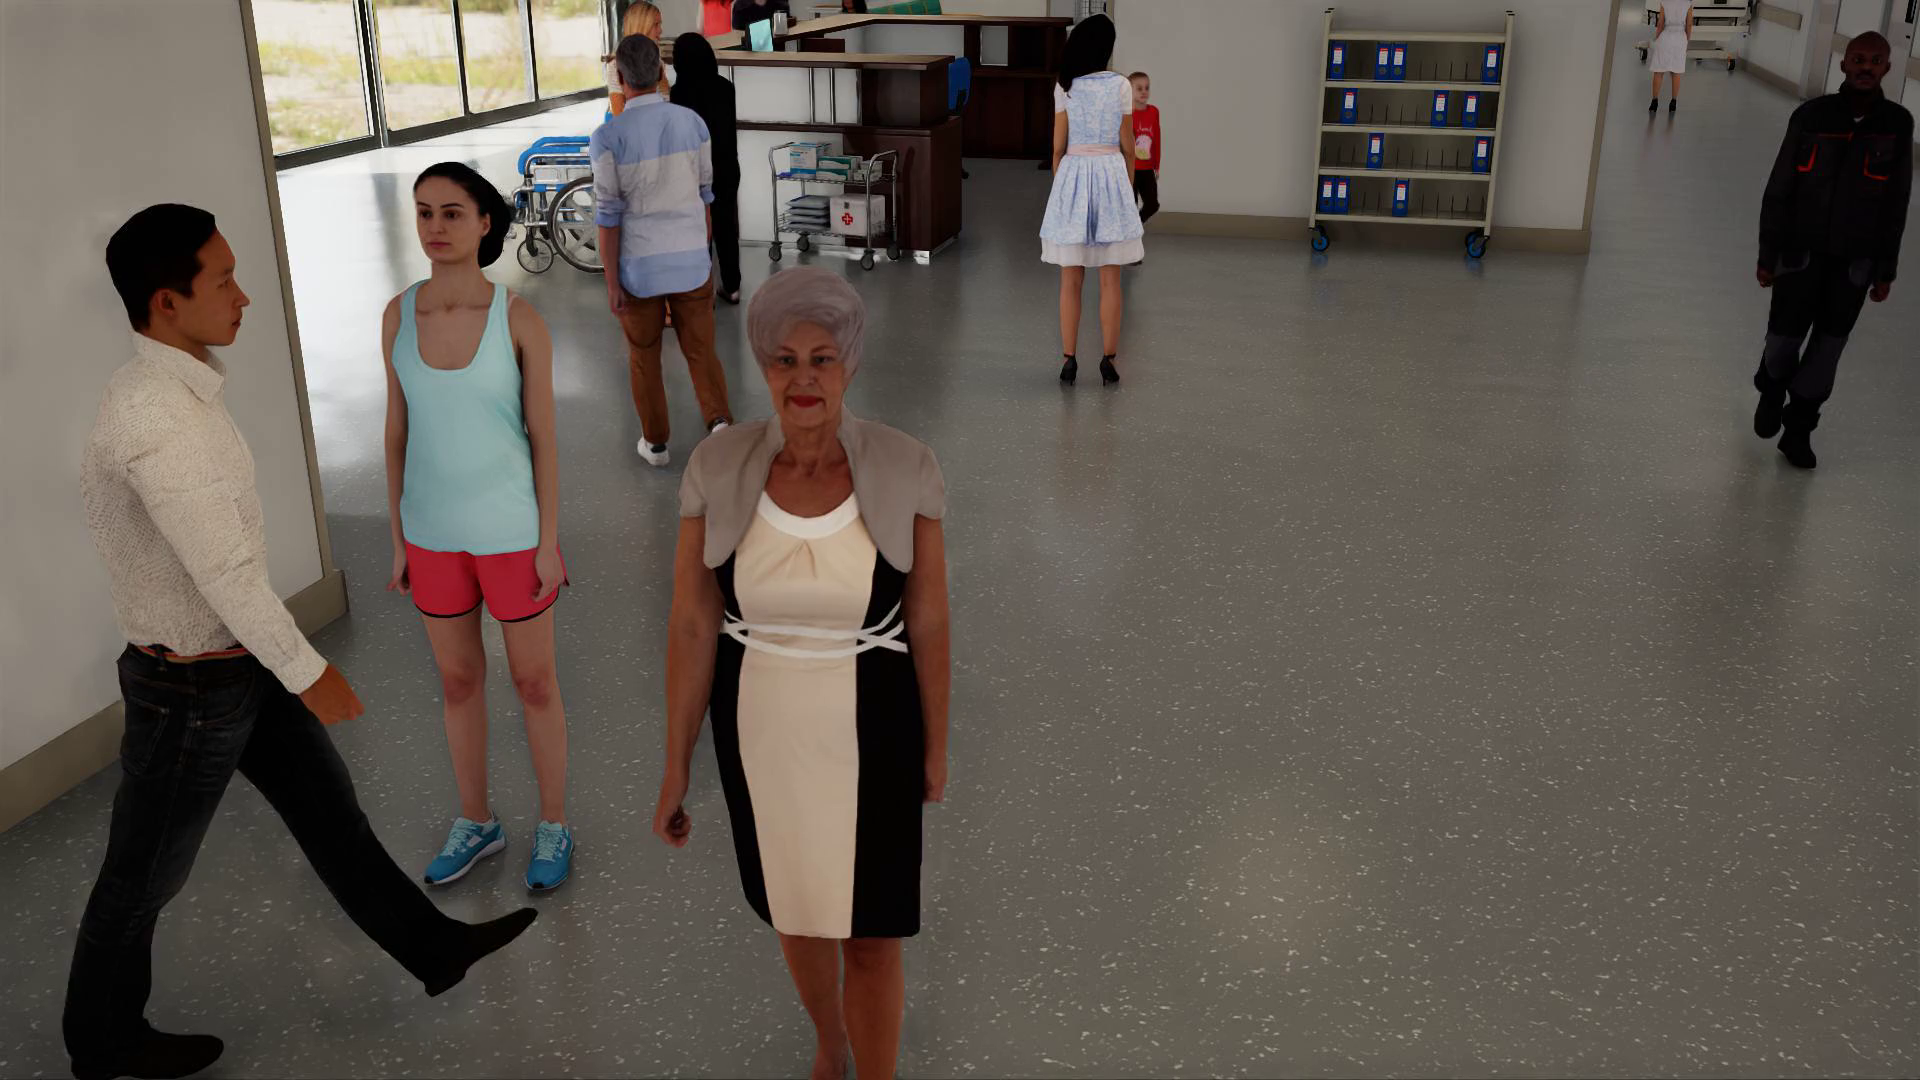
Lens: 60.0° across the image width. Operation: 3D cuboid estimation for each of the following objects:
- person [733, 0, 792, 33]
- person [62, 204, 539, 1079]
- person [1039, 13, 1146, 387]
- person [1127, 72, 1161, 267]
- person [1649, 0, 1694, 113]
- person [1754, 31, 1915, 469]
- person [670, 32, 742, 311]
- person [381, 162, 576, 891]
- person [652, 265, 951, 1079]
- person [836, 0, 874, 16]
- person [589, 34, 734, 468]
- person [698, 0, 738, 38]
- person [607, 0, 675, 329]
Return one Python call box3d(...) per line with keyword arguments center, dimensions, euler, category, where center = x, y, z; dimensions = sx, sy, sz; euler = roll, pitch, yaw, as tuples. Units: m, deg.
box3d(center=(-1.743, -4.314, 15.282), dimensions=(1.063, 1.797, 1.008), euler=(-3, 21, -9), category="person")
box3d(center=(-1.539, 0.301, 3.153), dimensions=(1.270, 1.758, 1.076), euler=(-6, 22, -16), category="person")
box3d(center=(0.658, -1.666, 8.262), dimensions=(0.691, 1.818, 0.786), euler=(3, 21, 7), category="person")
box3d(center=(1.172, -2.517, 11.277), dimensions=(0.663, 1.273, 0.721), euler=(-10, 23, -25), category="person")
box3d(center=(8.507, -5.929, 19.886), dimensions=(0.442, 1.556, 0.613), euler=(5, 21, 14), category="person")
box3d(center=(3.742, -1.261, 7.198), dimensions=(0.718, 1.814, 0.774), euler=(7, 22, 17), category="person")
box3d(center=(-1.521, -2.208, 9.980), dimensions=(0.773, 1.614, 0.748), euler=(18, 27, 40), category="person")
box3d(center=(-1.137, -0.003, 3.946), dimensions=(0.570, 1.765, 0.669), euler=(3, 21, 7), category="person")
box3d(center=(-0.248, 0.348, 3.061), dimensions=(0.719, 1.735, 0.746), euler=(3, 21, 9), category="person")
box3d(center=(-1.041, -4.942, 17.268), dimensions=(1.083, 1.565, 0.871), euler=(11, 23, 26), category="person")
box3d(center=(-1.182, -1.111, 6.814), dimensions=(1.114, 1.806, 1.143), euler=(-10, 23, -25), category="person")
box3d(center=(-2.310, -4.535, 15.849), dimensions=(0.895, 1.809, 0.667), euler=(6, 22, 16), category="person")
box3d(center=(-1.856, -2.094, 9.402), dimensions=(0.856, 1.811, 0.982), euler=(-18, 27, -39), category="person")
